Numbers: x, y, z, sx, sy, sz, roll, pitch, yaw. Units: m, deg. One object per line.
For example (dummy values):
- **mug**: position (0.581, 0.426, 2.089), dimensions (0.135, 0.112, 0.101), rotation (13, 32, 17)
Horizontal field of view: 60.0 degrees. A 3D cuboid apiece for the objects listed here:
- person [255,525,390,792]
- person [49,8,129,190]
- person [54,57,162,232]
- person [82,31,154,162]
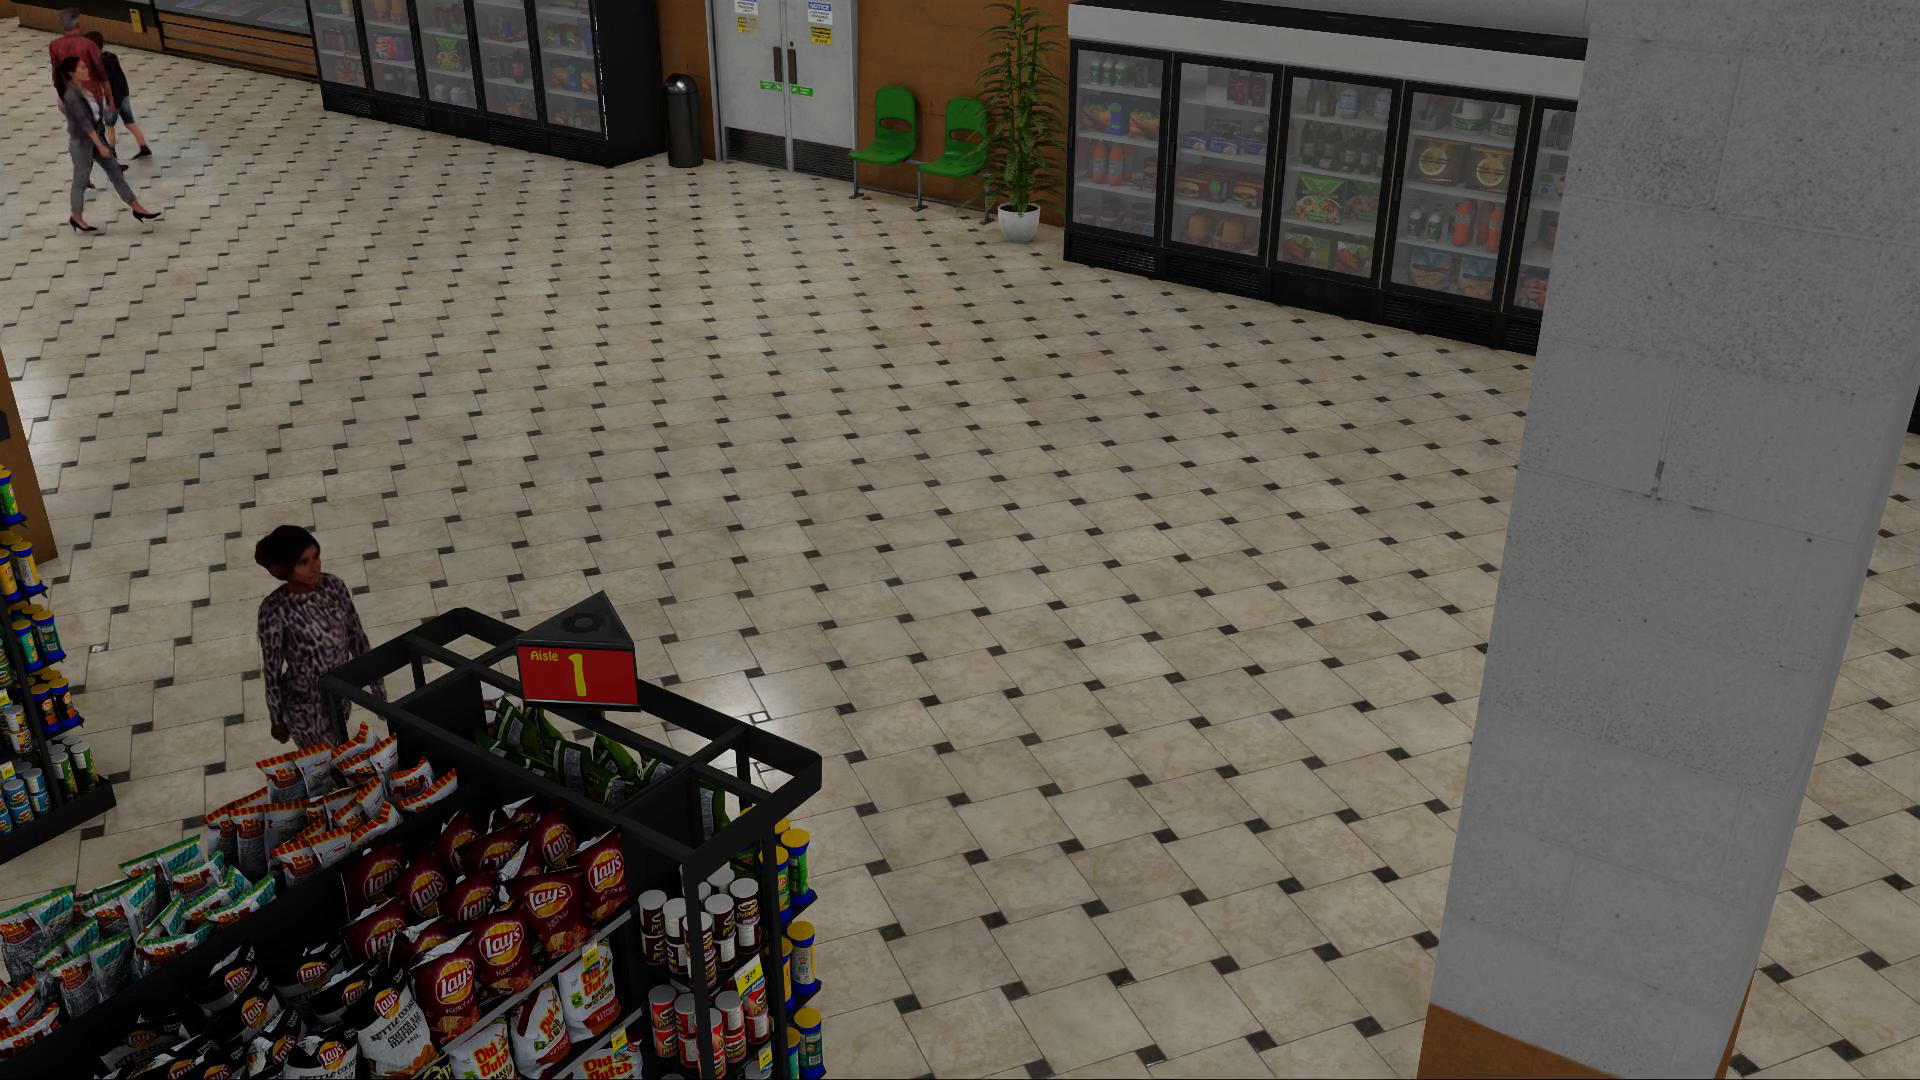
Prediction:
- **person**: position (-2.778, 0.702, 7.096), dimensions (0.669, 1.667, 1.080), rotation (16, 31, 28)
- **person**: position (-9.155, -4.542, 17.311), dimensions (1.084, 1.780, 1.347), rotation (4, 27, 7)
- **person**: position (-8.417, -3.728, 15.870), dimensions (1.113, 1.632, 1.049), rotation (-4, 27, -8)
- **person**: position (-9.267, -4.858, 18.344), dimensions (0.771, 1.410, 0.960), rotation (8, 28, 16)
